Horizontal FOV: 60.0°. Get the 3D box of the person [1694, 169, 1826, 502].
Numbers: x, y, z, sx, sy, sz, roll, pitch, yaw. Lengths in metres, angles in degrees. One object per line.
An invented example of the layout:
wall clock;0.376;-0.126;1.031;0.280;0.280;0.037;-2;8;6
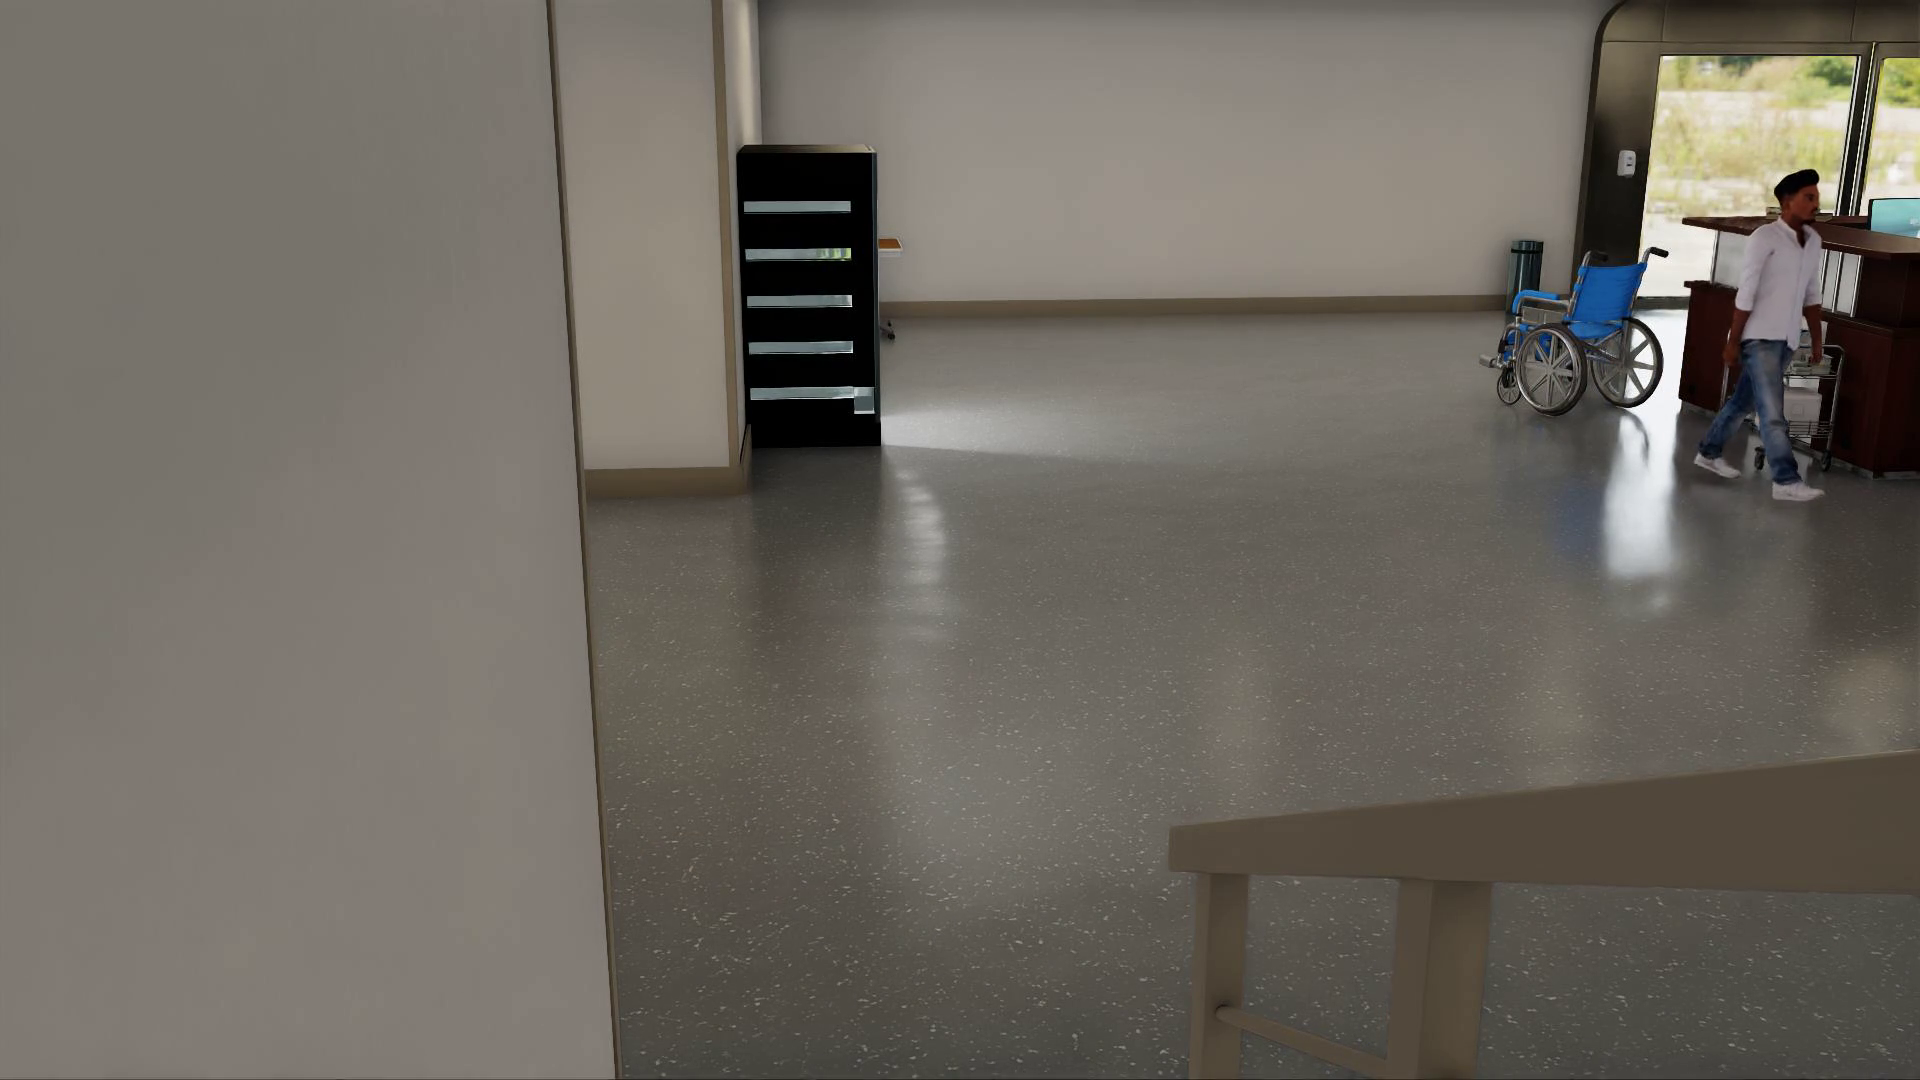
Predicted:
person;4.439;-1.134;9.262;0.931;1.765;1.266;-7;17;-25
